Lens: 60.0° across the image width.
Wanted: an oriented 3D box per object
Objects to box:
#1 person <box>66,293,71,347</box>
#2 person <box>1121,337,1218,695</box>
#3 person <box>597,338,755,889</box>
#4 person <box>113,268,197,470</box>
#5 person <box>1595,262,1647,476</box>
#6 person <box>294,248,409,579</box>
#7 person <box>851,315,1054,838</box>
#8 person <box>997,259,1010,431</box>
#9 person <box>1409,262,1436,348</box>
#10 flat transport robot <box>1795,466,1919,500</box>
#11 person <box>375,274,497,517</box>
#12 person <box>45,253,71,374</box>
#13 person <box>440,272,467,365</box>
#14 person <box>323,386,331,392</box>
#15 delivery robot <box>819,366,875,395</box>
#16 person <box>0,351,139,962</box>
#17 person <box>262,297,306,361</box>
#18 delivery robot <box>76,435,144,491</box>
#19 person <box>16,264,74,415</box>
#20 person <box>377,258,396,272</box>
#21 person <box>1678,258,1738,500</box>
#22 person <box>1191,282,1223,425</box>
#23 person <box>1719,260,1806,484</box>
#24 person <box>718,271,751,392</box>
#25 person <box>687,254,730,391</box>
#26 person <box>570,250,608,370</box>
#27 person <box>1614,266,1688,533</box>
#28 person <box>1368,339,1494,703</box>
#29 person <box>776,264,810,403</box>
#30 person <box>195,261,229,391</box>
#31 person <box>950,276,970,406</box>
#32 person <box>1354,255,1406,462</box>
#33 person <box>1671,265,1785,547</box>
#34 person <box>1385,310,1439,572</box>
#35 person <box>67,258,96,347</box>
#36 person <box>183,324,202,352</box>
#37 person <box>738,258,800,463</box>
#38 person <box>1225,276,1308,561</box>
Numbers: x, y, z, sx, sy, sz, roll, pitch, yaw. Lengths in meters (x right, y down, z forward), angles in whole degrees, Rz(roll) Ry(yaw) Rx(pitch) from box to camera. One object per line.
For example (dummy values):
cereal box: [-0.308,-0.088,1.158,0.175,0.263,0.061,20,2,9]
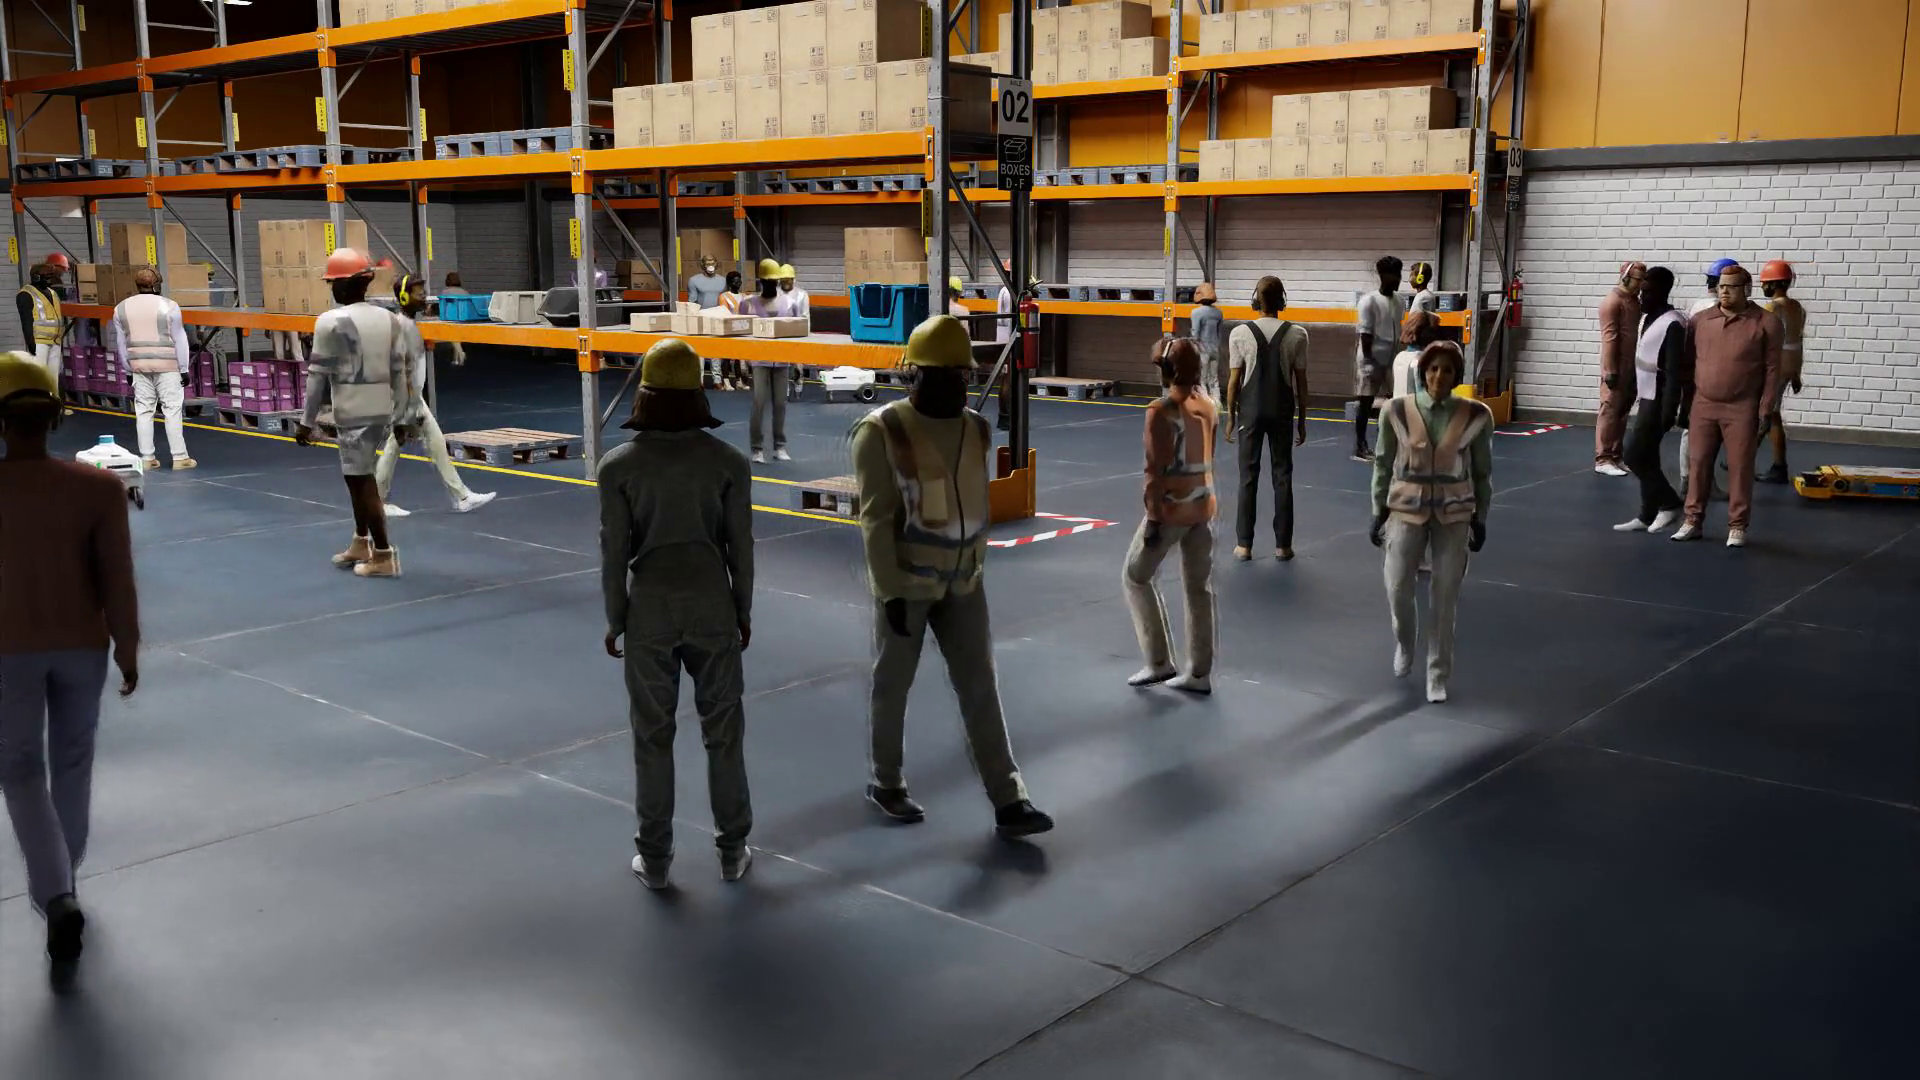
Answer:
person: [-14.055,-3.325,25.871,0.282,1.633,0.498,2,10,11]
person: [0.964,-0.108,7.560,0.500,1.617,0.543,9,14,43]
person: [-0.892,0.237,5.279,0.484,1.744,0.296,-3,10,-14]
person: [-7.339,-1.554,15.198,0.625,1.844,0.429,0,10,-1]
person: [5.953,-1.532,14.906,0.407,1.902,0.640,9,13,41]
person: [-3.781,-0.764,10.212,0.740,2.018,0.609,4,11,20]
person: [-0.052,0.144,5.674,0.596,1.794,0.797,-7,12,-34]
person: [0.601,-2.183,18.514,0.376,1.933,0.551,-1,10,-5]
person: [4.917,-2.037,17.860,0.328,1.874,0.512,5,11,28]
flat transport robot: [7.534,-0.447,13.362,1.431,0.197,0.652,4,11,22]
person: [-4.025,-1.066,12.467,0.976,1.817,0.545,0,10,-1]
person: [-12.718,-3.028,23.257,0.633,1.958,0.628,-2,10,-9]
person: [-8.685,-3.798,28.618,0.646,1.617,0.524,9,14,42]
person: [-8.737,-2.972,23.162,1.030,1.876,0.647,9,13,40]
delivery robot: [-1.480,-2.104,21.724,0.707,0.478,0.477,-3,10,-14]
person: [-2.678,0.316,4.860,0.528,1.735,0.855,-8,13,-39]
person: [-9.112,-2.905,22.447,0.622,1.993,0.382,1,10,8]
delivery robot: [-6.657,-0.576,13.009,0.477,0.478,0.707,-8,13,-39]
person: [-10.971,-2.383,19.947,0.429,1.836,0.625,1,10,8]
person: [-7.751,-2.876,22.600,0.992,1.893,0.545,8,13,37]
person: [6.080,-1.298,13.461,0.402,1.938,0.604,0,10,2]
person: [2.794,-2.110,18.952,0.507,1.631,0.266,-8,13,-40]
person: [6.964,-1.460,14.462,0.573,1.914,0.733,-7,12,-34]
person: [-3.193,-2.955,23.583,0.319,1.697,0.533,8,13,40]
person: [-3.545,-3.071,23.558,0.627,1.940,0.371,-5,11,-25]
person: [-6.146,-3.842,27.648,0.605,2.045,0.386,-1,10,-5]
person: [4.887,-0.971,11.733,0.459,1.898,0.645,2,10,9]
person: [2.109,-0.089,7.465,0.536,1.623,0.402,3,10,15]
person: [-2.261,-2.681,21.686,0.600,1.818,0.433,0,10,-1]
person: [-10.688,-3.037,23.666,0.403,1.830,0.600,1,10,6]
person: [-0.145,-2.058,18.393,0.536,1.722,0.871,6,11,29]
person: [3.990,-1.682,15.611,0.612,1.946,0.642,-5,11,-28]
person: [5.208,-0.907,11.326,0.644,1.907,0.400,9,13,42]
person: [2.859,-0.623,10.475,0.308,1.638,0.511,-1,10,-8]
person: [-12.489,-3.062,23.665,0.708,1.880,0.434,10,14,44]
person: [-11.181,-3.096,24.453,0.748,1.660,0.546,1,10,8]
person: [-1.795,-1.692,15.745,0.593,1.926,0.380,-4,11,-22]
person: [1.986,-0.781,10.787,0.521,1.843,0.331,1,10,8]
